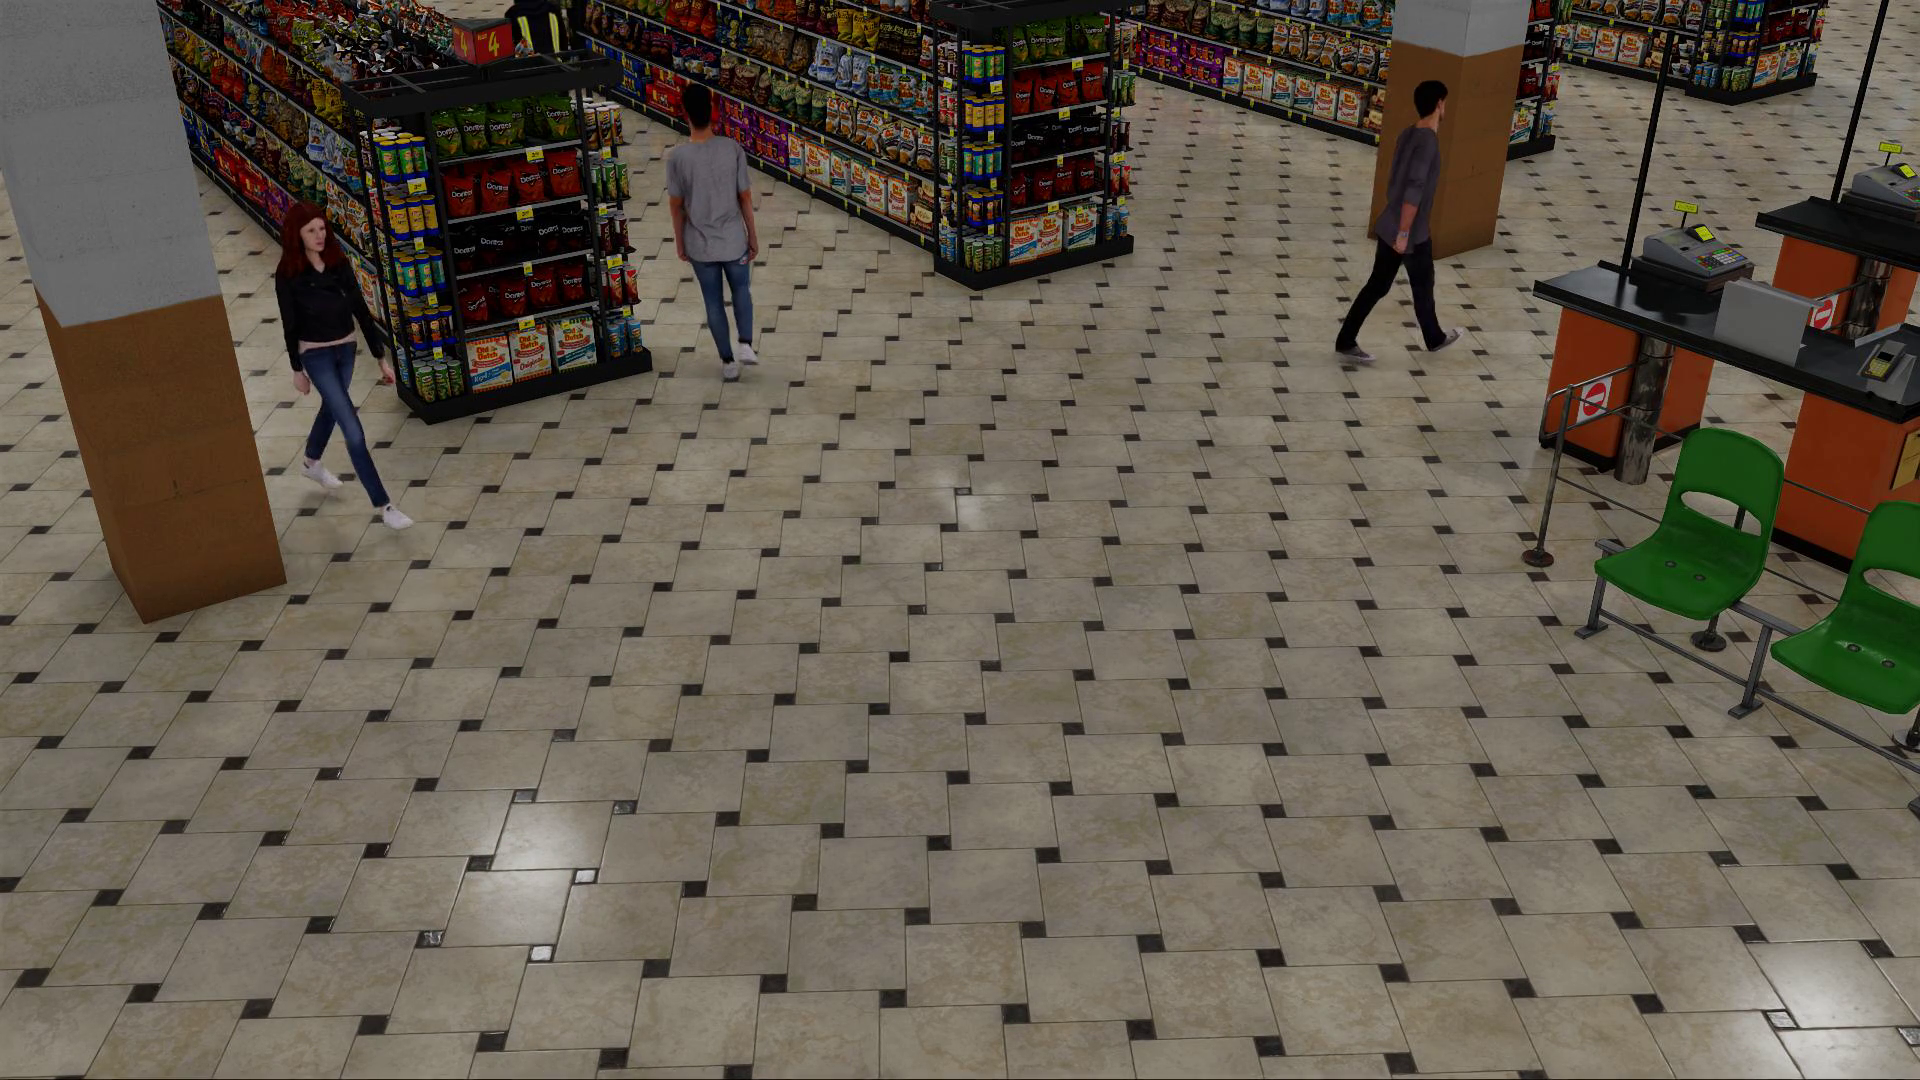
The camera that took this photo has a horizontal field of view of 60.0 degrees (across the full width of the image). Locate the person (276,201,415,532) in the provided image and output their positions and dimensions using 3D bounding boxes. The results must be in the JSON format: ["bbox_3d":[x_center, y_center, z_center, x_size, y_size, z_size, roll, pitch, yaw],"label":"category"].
[{"bbox_3d":[-3.379,-0.929,8.829,1.316,1.735,0.841,22,35,34],"label":"person"}]

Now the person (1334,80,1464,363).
[{"bbox_3d":[2.786,-1.982,10.695,1.128,1.794,1.194,0,29,0],"label":"person"}]

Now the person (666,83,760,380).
[{"bbox_3d":[-1.523,-1.861,10.396,0.801,1.869,0.821,-5,29,-9],"label":"person"}]

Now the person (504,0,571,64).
[{"bbox_3d":[-3.564,-3.928,14.245,1.239,1.808,0.965,21,35,33],"label":"person"}]
